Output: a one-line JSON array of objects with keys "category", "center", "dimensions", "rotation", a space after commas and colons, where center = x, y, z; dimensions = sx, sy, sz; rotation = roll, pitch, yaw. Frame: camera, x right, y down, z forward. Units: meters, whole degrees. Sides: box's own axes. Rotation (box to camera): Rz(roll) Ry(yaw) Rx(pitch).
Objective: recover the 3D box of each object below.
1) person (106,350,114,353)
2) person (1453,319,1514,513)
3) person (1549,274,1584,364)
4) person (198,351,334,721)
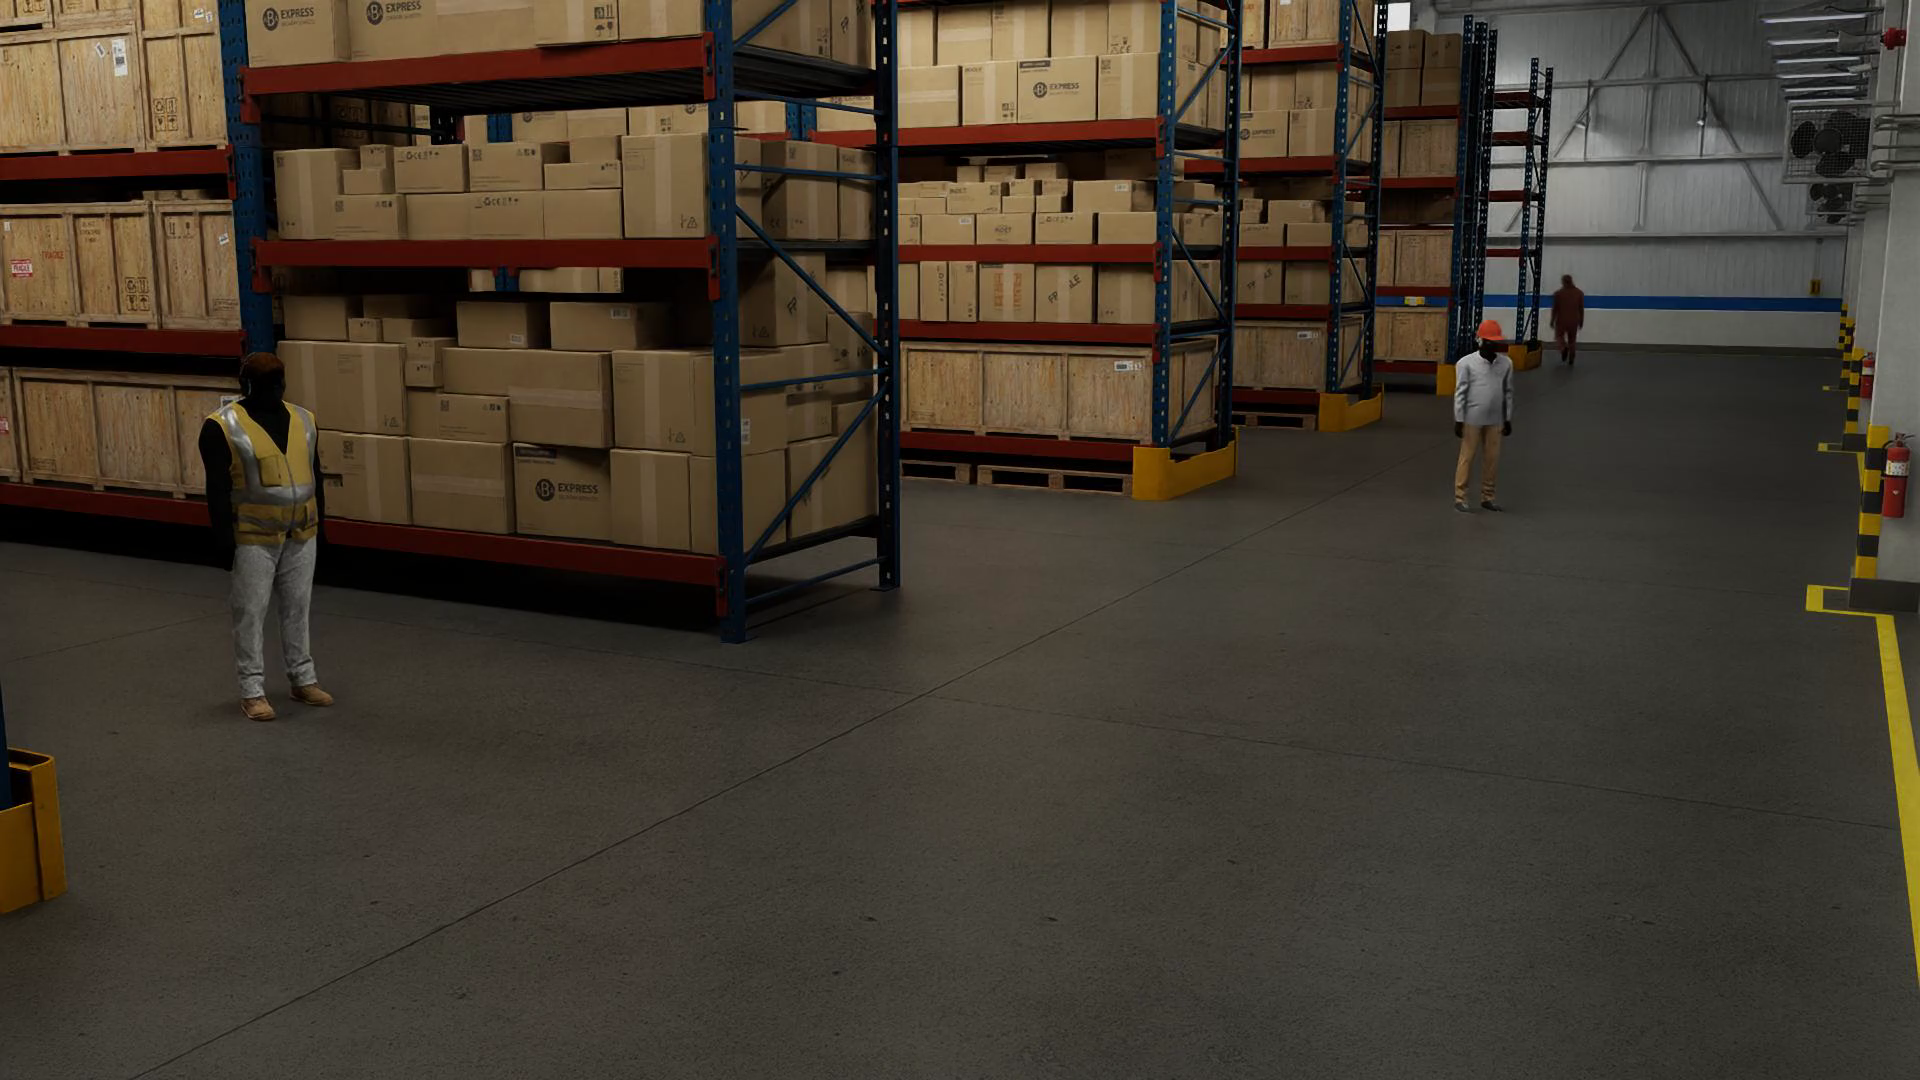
[{"category": "person", "center": [-9.953, -1.931, 19.564], "dimensions": [0.575, 1.797, 0.602], "rotation": [5, 11, 26]}, {"category": "person", "center": [4.719, -1.108, 14.952], "dimensions": [0.581, 1.742, 0.360], "rotation": [-2, 10, -13]}, {"category": "person", "center": [12.715, -4.606, 34.781], "dimensions": [0.711, 1.878, 0.548], "rotation": [0, 10, 0]}, {"category": "person", "center": [-3.472, -0.027, 8.412], "dimensions": [0.429, 1.844, 0.627], "rotation": [7, 12, 35]}]
